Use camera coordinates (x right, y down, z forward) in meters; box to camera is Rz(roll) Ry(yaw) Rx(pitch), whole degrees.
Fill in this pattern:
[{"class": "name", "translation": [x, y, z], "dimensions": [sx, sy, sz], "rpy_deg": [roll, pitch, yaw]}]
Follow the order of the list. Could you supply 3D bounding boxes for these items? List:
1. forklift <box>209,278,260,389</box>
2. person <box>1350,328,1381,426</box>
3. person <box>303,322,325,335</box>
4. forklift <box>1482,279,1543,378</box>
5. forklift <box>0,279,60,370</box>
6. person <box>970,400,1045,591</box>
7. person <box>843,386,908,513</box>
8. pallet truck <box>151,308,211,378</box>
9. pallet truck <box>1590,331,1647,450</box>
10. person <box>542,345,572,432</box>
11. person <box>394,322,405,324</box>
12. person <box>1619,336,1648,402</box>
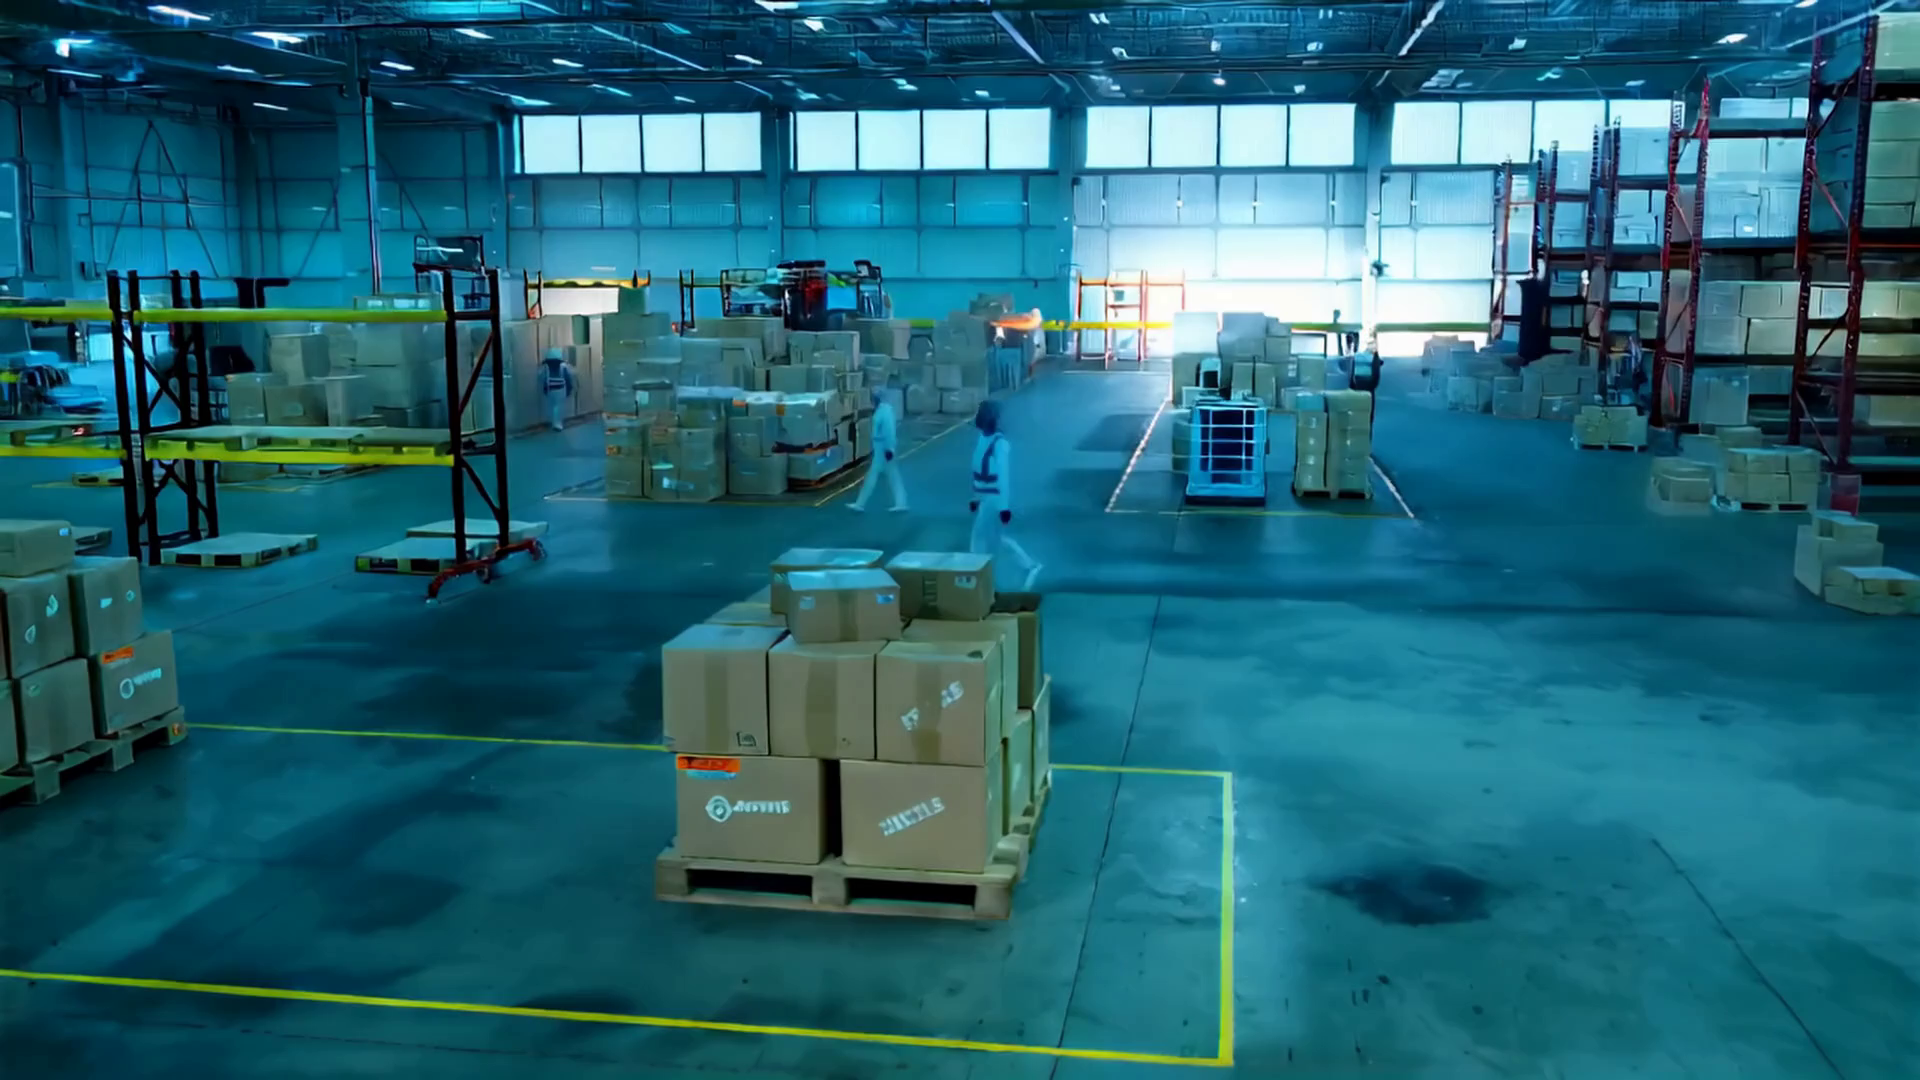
[{"class": "forklift", "translation": [-18.315, -5.333, 42.805], "dimensions": [1.873, 2.768, 1.129], "rpy_deg": [-3, 10, -18]}, {"class": "person", "translation": [7.920, -3.173, 32.484], "dimensions": [0.389, 1.910, 0.590], "rpy_deg": [-9, 13, -43]}, {"class": "person", "translation": [-18.148, -5.490, 46.770], "dimensions": [0.663, 1.897, 0.939], "rpy_deg": [-2, 9, -13]}, {"class": "forklift", "translation": [12.857, -4.493, 37.624], "dimensions": [1.873, 2.768, 1.129], "rpy_deg": [1, 9, 9]}, {"class": "forklift", "translation": [-22.574, -4.797, 39.502], "dimensions": [1.873, 2.768, 1.129], "rpy_deg": [1, 9, 9]}, {"class": "person", "translation": [0.360, -0.381, 15.449], "dimensions": [0.874, 1.858, 0.573], "rpy_deg": [-2, 9, -10]}, {"class": "person", "translation": [-1.044, -1.122, 20.763], "dimensions": [0.849, 1.590, 0.547], "rpy_deg": [-1, 9, -6]}, {"class": "pallet truck", "translation": [-21.869, -5.598, 47.154], "dimensions": [0.823, 1.965, 1.885], "rpy_deg": [4, 10, 26]}, {"class": "pallet truck", "translation": [11.253, -2.573, 28.499], "dimensions": [0.823, 1.965, 1.885], "rpy_deg": [5, 10, 27]}, {"class": "person", "translation": [-7.585, -2.862, 31.433], "dimensions": [0.538, 1.619, 0.568], "rpy_deg": [2, 9, 10]}, {"class": "person", "translation": [-13.732, -4.538, 40.801], "dimensions": [0.545, 1.938, 0.356], "rpy_deg": [2, 9, 12]}, {"class": "person", "translation": [13.053, -3.119, 32.369], "dimensions": [0.621, 1.838, 0.429], "rpy_deg": [-5, 11, -30]}]
